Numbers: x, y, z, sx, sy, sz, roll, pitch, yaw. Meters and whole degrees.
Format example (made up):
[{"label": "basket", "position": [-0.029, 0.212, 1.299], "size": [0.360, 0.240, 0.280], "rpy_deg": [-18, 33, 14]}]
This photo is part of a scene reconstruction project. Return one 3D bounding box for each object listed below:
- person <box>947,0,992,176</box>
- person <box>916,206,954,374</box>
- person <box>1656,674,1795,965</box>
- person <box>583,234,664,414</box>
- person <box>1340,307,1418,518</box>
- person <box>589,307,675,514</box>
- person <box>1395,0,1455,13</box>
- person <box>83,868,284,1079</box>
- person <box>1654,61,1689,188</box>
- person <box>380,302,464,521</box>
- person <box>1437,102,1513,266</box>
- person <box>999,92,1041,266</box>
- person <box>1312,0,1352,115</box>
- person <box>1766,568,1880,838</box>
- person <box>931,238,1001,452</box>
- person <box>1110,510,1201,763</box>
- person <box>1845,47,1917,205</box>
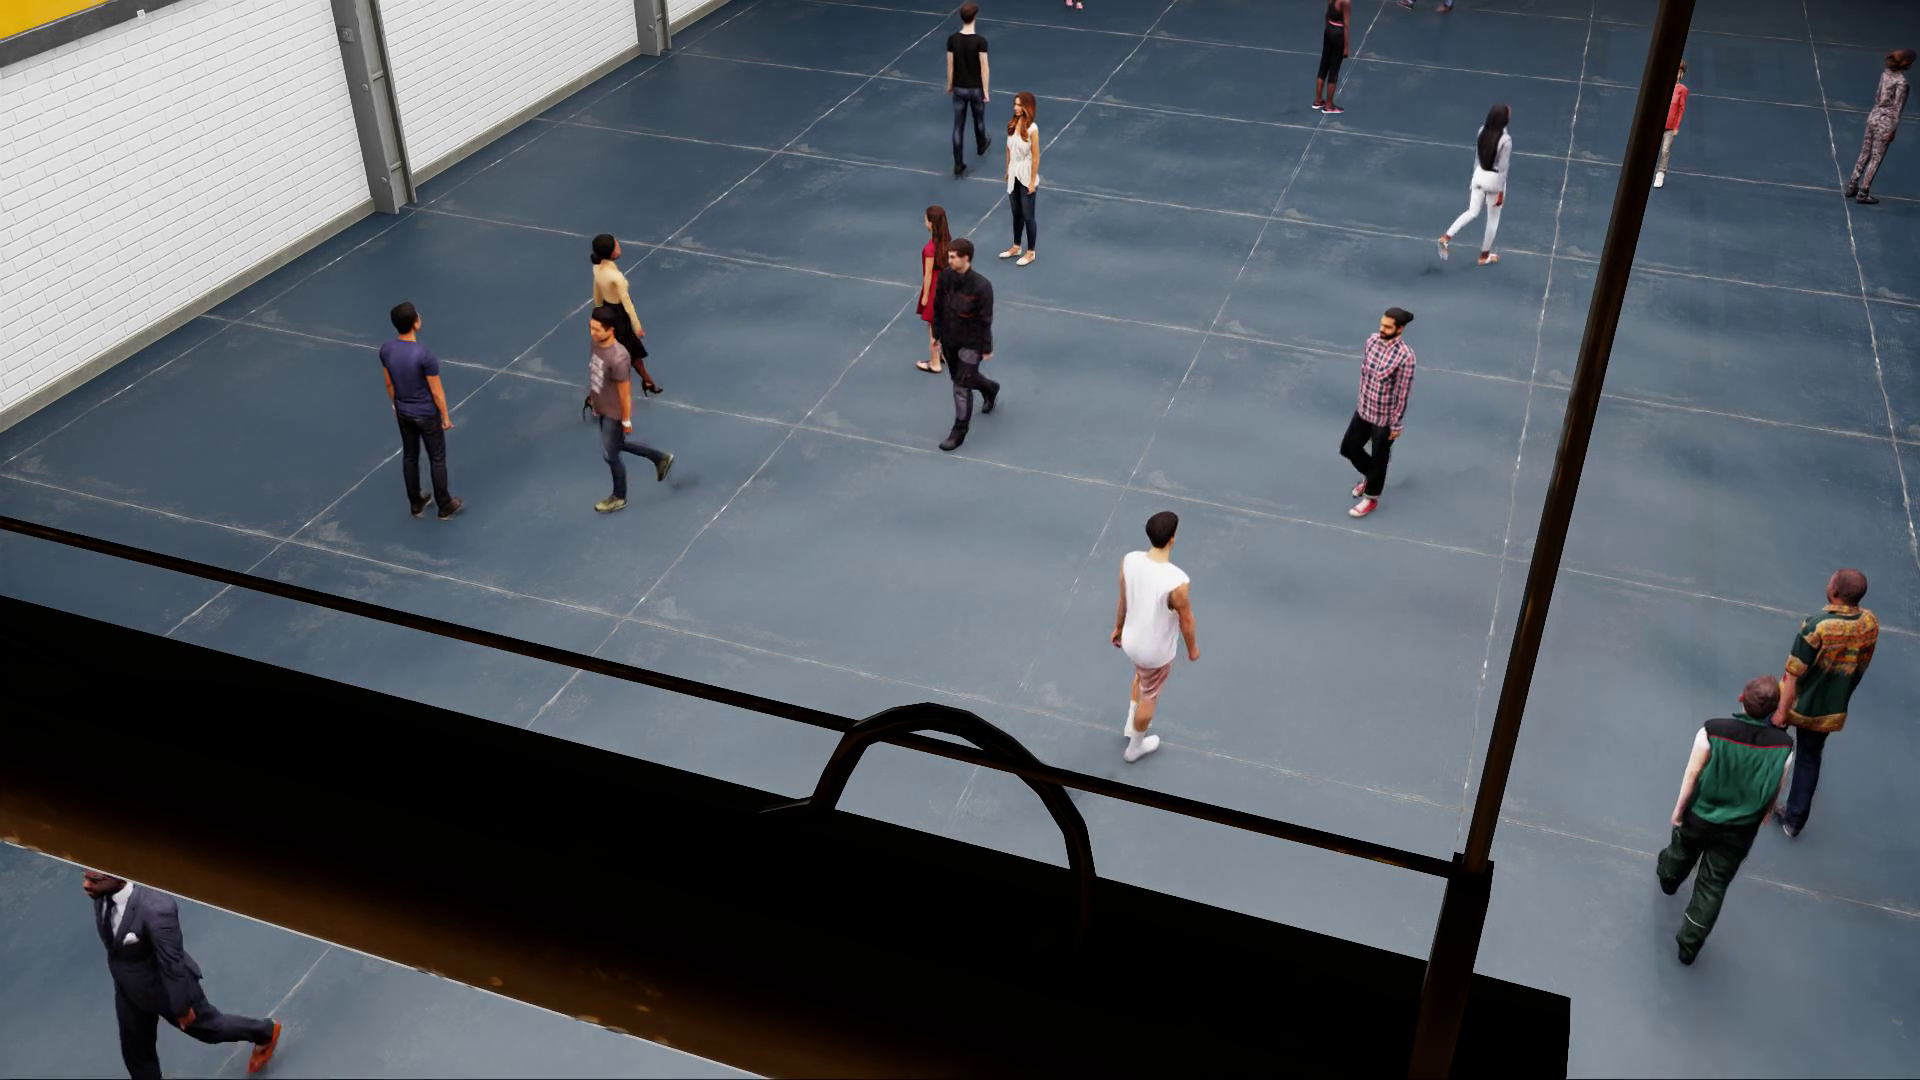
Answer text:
[{"label": "person", "position": [0.058, -5.100, 18.994], "size": [0.770, 1.841, 1.224], "rpy_deg": [8, 35, 12]}, {"label": "person", "position": [-0.188, -2.268, 14.996], "size": [0.670, 1.550, 0.602], "rpy_deg": [20, 38, 27]}, {"label": "person", "position": [4.126, 1.544, 9.027], "size": [0.654, 1.810, 0.995], "rpy_deg": [12, 35, 17]}, {"label": "person", "position": [-3.009, -1.794, 14.227], "size": [1.109, 1.613, 0.930], "rpy_deg": [-24, 41, -32]}, {"label": "person", "position": [3.311, -1.014, 12.932], "size": [0.886, 1.748, 0.845], "rpy_deg": [-22, 39, -29]}, {"label": "person", "position": [-2.608, -1.047, 12.969], "size": [1.072, 1.760, 0.971], "rpy_deg": [-19, 38, -26]}, {"label": "person", "position": [7.120, -8.616, 24.314], "size": [1.121, 1.809, 1.169], "rpy_deg": [-8, 34, -11]}, {"label": "person", "position": [-3.854, 2.132, 8.151], "size": [0.856, 1.801, 1.232], "rpy_deg": [18, 38, 25]}, {"label": "person", "position": [7.968, -4.721, 18.810], "size": [0.572, 1.413, 0.565], "rpy_deg": [21, 39, 28]}, {"label": "person", "position": [-4.200, -0.982, 12.850], "size": [0.637, 1.785, 0.560], "rpy_deg": [9, 35, 14]}, {"label": "person", "position": [5.261, -3.563, 16.803], "size": [1.050, 1.707, 0.991], "rpy_deg": [-14, 36, -20]}, {"label": "person", "position": [0.650, -3.681, 16.910], "size": [0.685, 1.785, 0.664], "rpy_deg": [-23, 40, -30]}, {"label": "person", "position": [4.675, -6.251, 20.801], "size": [0.732, 1.760, 0.669], "rpy_deg": [-14, 36, -20]}, {"label": "person", "position": [5.099, 1.008, 9.866], "size": [1.012, 1.775, 1.167], "rpy_deg": [-6, 34, -9]}, {"label": "person", "position": [0.090, -1.683, 13.889], "size": [0.970, 1.802, 1.248], "rpy_deg": [25, 41, 32]}, {"label": "person", "position": [1.120, 0.664, 10.389], "size": [0.821, 1.767, 0.782], "rpy_deg": [-25, 41, -32]}, {"label": "person", "position": [10.148, -4.575, 18.317], "size": [0.714, 1.718, 0.608], "rpy_deg": [-2, 34, -3]}]
